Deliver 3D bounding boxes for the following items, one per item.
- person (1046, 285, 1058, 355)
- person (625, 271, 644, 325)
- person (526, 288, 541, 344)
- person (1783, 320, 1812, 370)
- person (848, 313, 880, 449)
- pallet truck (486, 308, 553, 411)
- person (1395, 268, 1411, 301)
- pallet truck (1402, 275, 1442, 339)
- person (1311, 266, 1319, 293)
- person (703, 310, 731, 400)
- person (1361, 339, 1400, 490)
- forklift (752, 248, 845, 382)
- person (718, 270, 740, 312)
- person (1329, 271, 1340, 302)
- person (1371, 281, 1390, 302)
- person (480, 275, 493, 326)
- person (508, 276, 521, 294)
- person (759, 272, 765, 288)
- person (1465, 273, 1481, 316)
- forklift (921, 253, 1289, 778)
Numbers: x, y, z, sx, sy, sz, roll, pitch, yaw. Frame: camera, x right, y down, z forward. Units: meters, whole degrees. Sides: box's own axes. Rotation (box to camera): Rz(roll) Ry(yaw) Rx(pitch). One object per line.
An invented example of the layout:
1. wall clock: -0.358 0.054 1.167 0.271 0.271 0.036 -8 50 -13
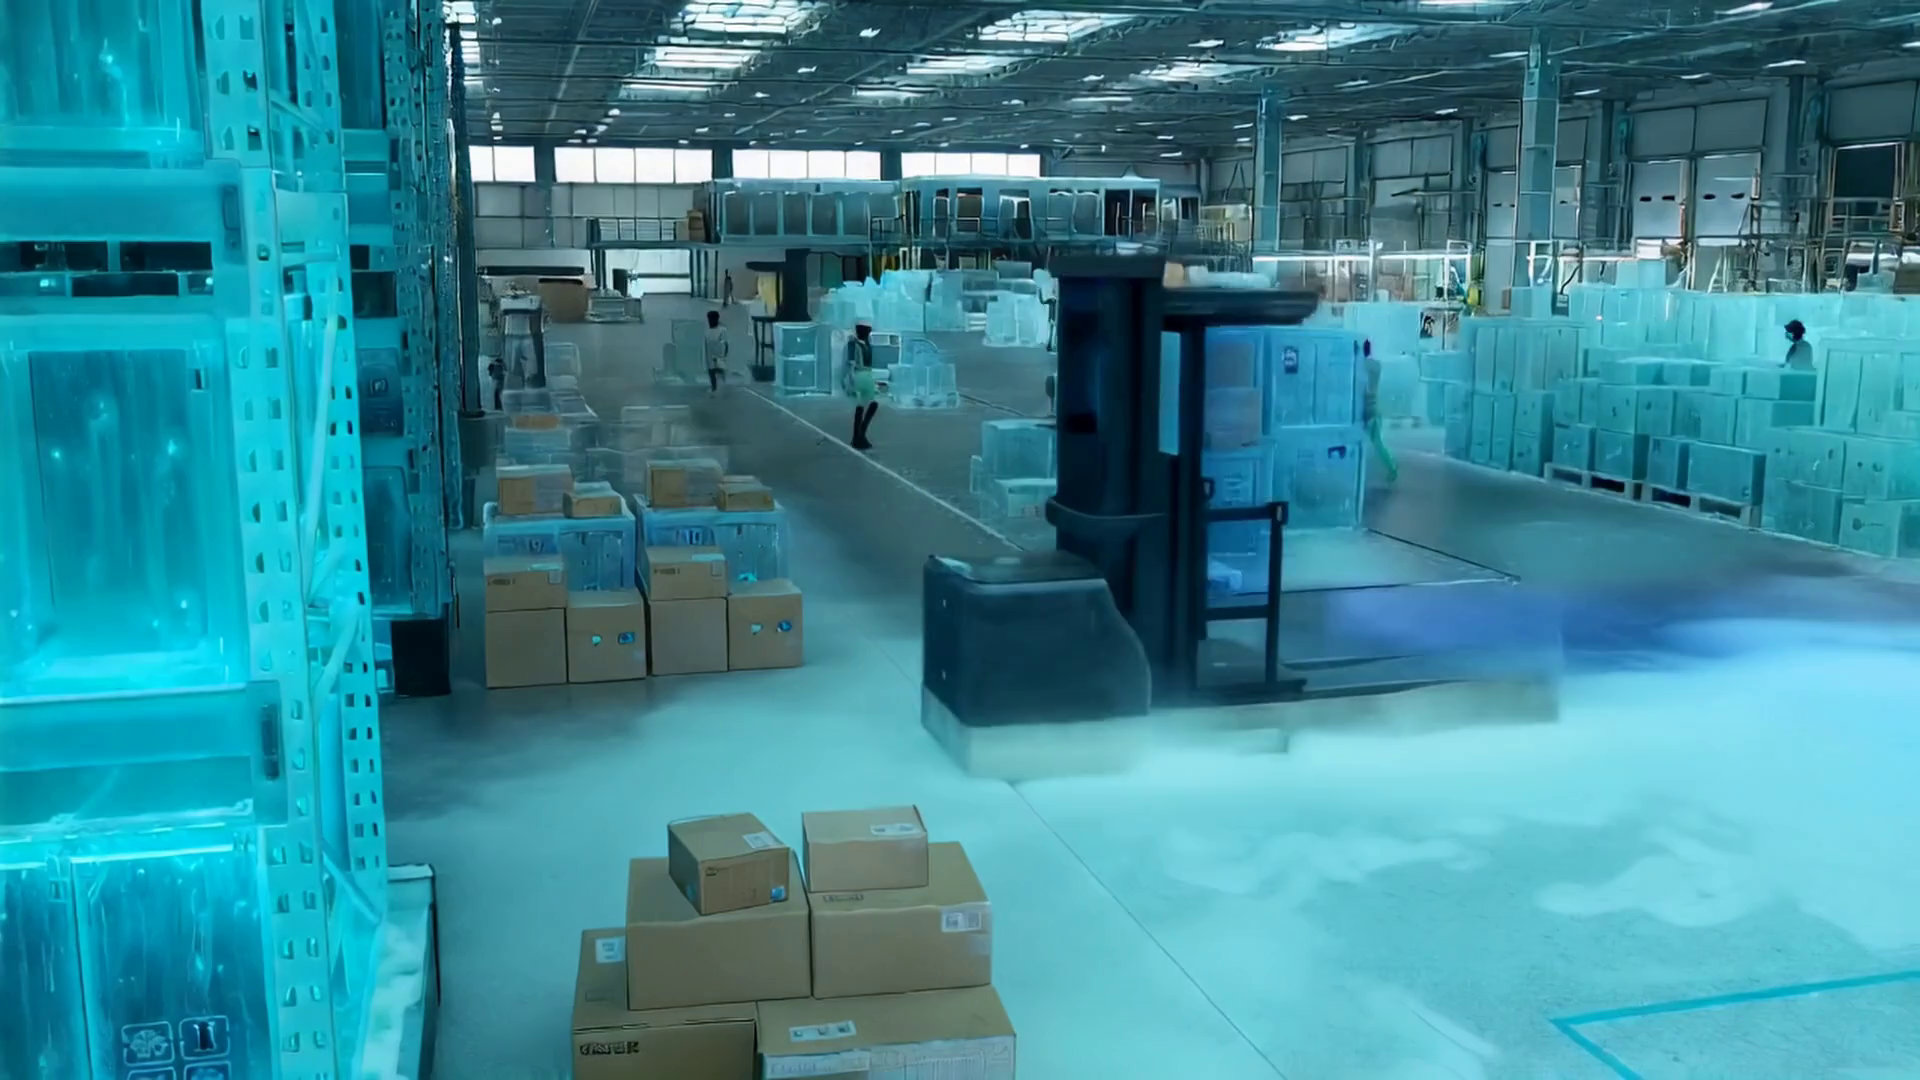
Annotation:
1. person: 2.494 -5.832 44.101 0.325 1.860 0.511 -9 13 -40
2. person: -11.997 -8.863 61.012 0.840 1.936 0.679 -8 13 -40
3. person: -12.635 -6.638 49.274 0.309 1.640 0.514 8 13 39
4. person: 10.836 -1.903 21.667 0.516 1.932 0.726 5 11 28
5. person: -1.363 -2.240 23.550 0.413 1.923 0.574 4 11 23
6. pallet truck: -6.242 -2.418 24.362 0.823 1.965 1.885 1 10 3
7. person: 20.166 -11.408 75.582 0.851 1.884 0.593 -9 14 -42
8. pallet truck: 14.620 -7.324 52.145 0.823 1.965 1.885 8 13 40
9. person: 16.342 -11.625 76.639 0.406 1.946 0.608 3 10 15
10. person: -4.562 -3.489 31.305 0.539 1.681 0.547 2 10 12
11. person: 4.784 -1.486 19.677 0.617 1.802 0.980 -8 13 -39
12. forklift: -3.442 -4.813 35.426 1.873 2.768 1.129 -3 10 -15
13. person: -10.080 -10.871 72.694 0.951 1.846 0.571 -6 12 -33
14. person: 19.409 -13.275 86.378 0.647 1.812 0.741 5 11 25
15. person: 12.134 -6.554 48.115 0.579 1.883 0.352 3 11 19
16. person: -17.028 -8.608 59.894 0.591 1.829 0.404 8 13 37
17. person: -17.274 -9.403 64.735 0.513 1.696 0.875 0 10 1
18. person: -9.417 -11.999 79.097 0.554 1.830 0.514 5 11 28
19. person: 18.368 -8.596 59.589 0.581 1.919 0.394 -1 10 -8
20. forklift: 0.791 -0.208 9.351 1.873 2.768 1.129 -3 10 -15
